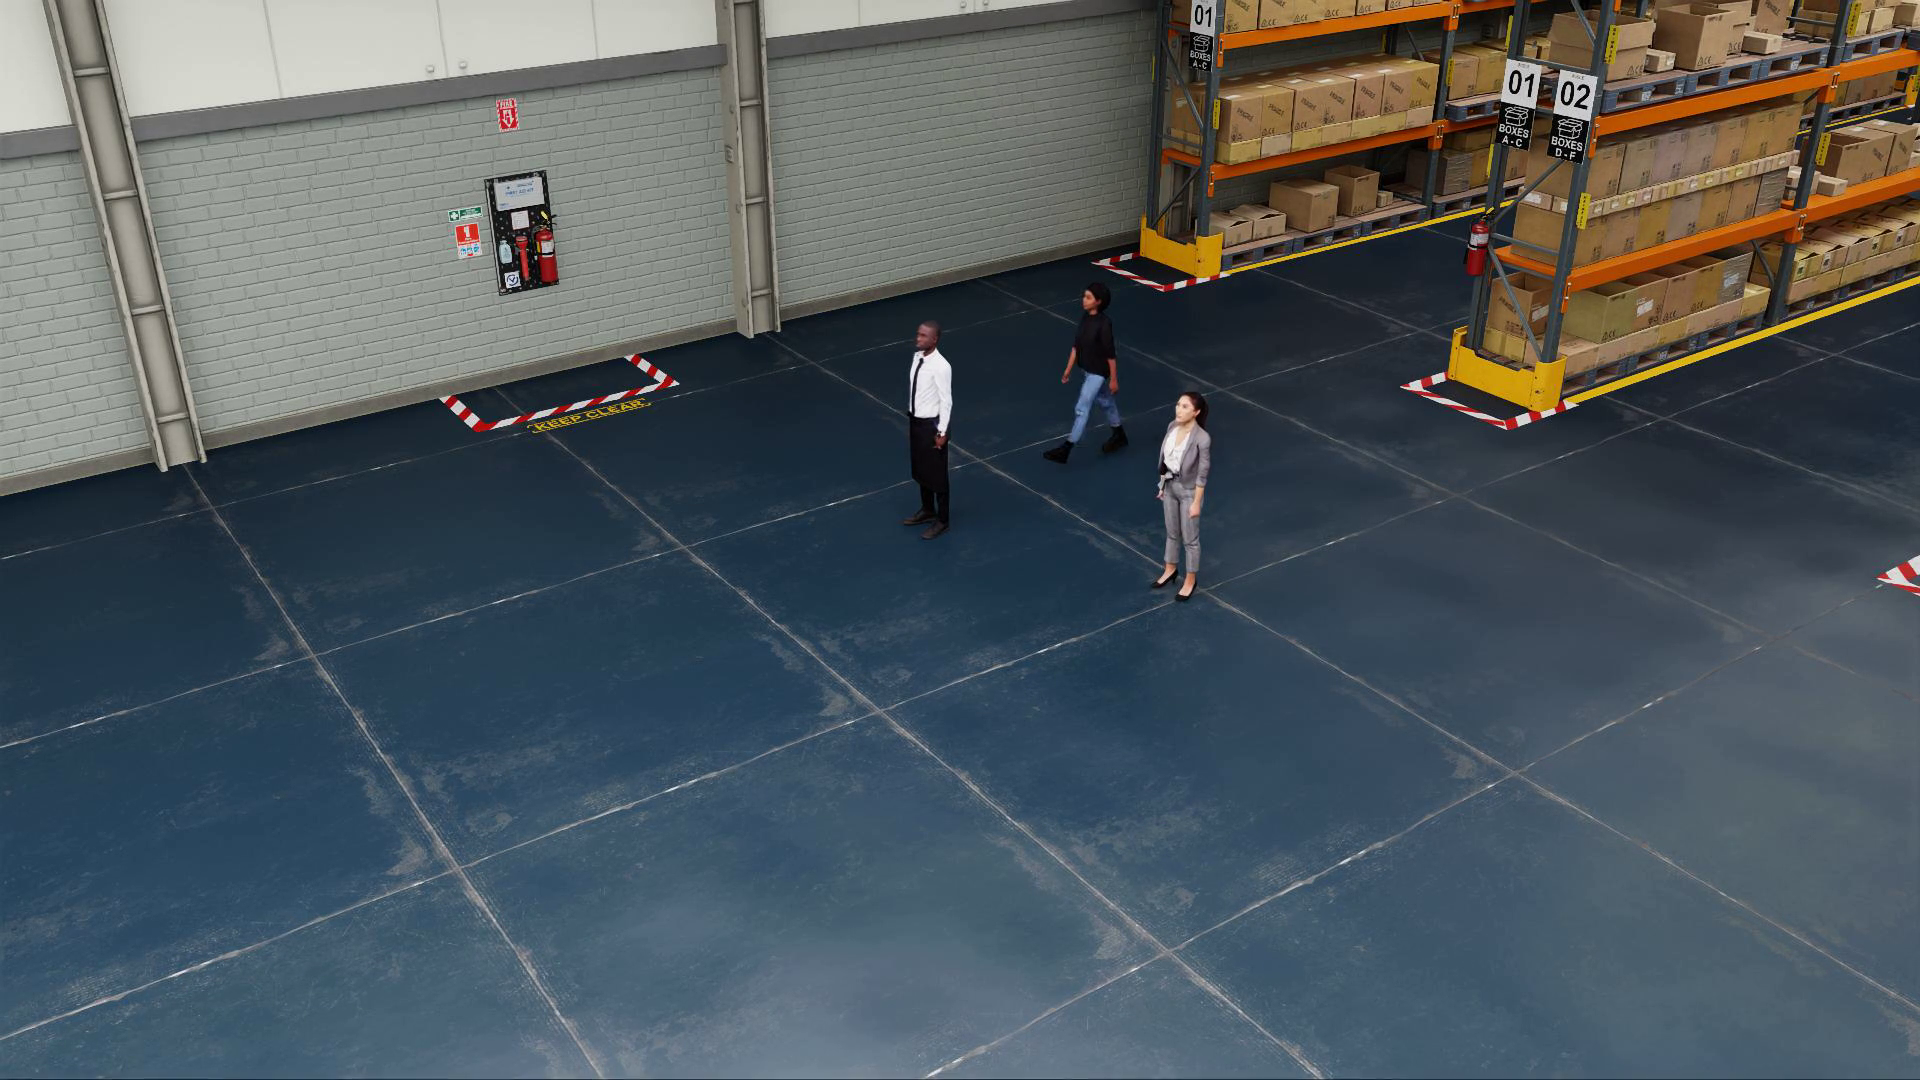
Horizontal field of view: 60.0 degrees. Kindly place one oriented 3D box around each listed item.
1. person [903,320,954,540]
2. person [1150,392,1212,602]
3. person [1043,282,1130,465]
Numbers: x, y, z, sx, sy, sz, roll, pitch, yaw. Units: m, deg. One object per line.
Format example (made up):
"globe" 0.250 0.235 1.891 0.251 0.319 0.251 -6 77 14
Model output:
"person" -0.245 -0.924 13.583 0.527 1.836 0.650 -16 31 -28
"person" 1.703 -0.348 12.639 0.568 1.678 0.601 -18 32 -31
"person" 1.287 -1.488 14.875 1.206 1.657 0.693 -13 30 -24
